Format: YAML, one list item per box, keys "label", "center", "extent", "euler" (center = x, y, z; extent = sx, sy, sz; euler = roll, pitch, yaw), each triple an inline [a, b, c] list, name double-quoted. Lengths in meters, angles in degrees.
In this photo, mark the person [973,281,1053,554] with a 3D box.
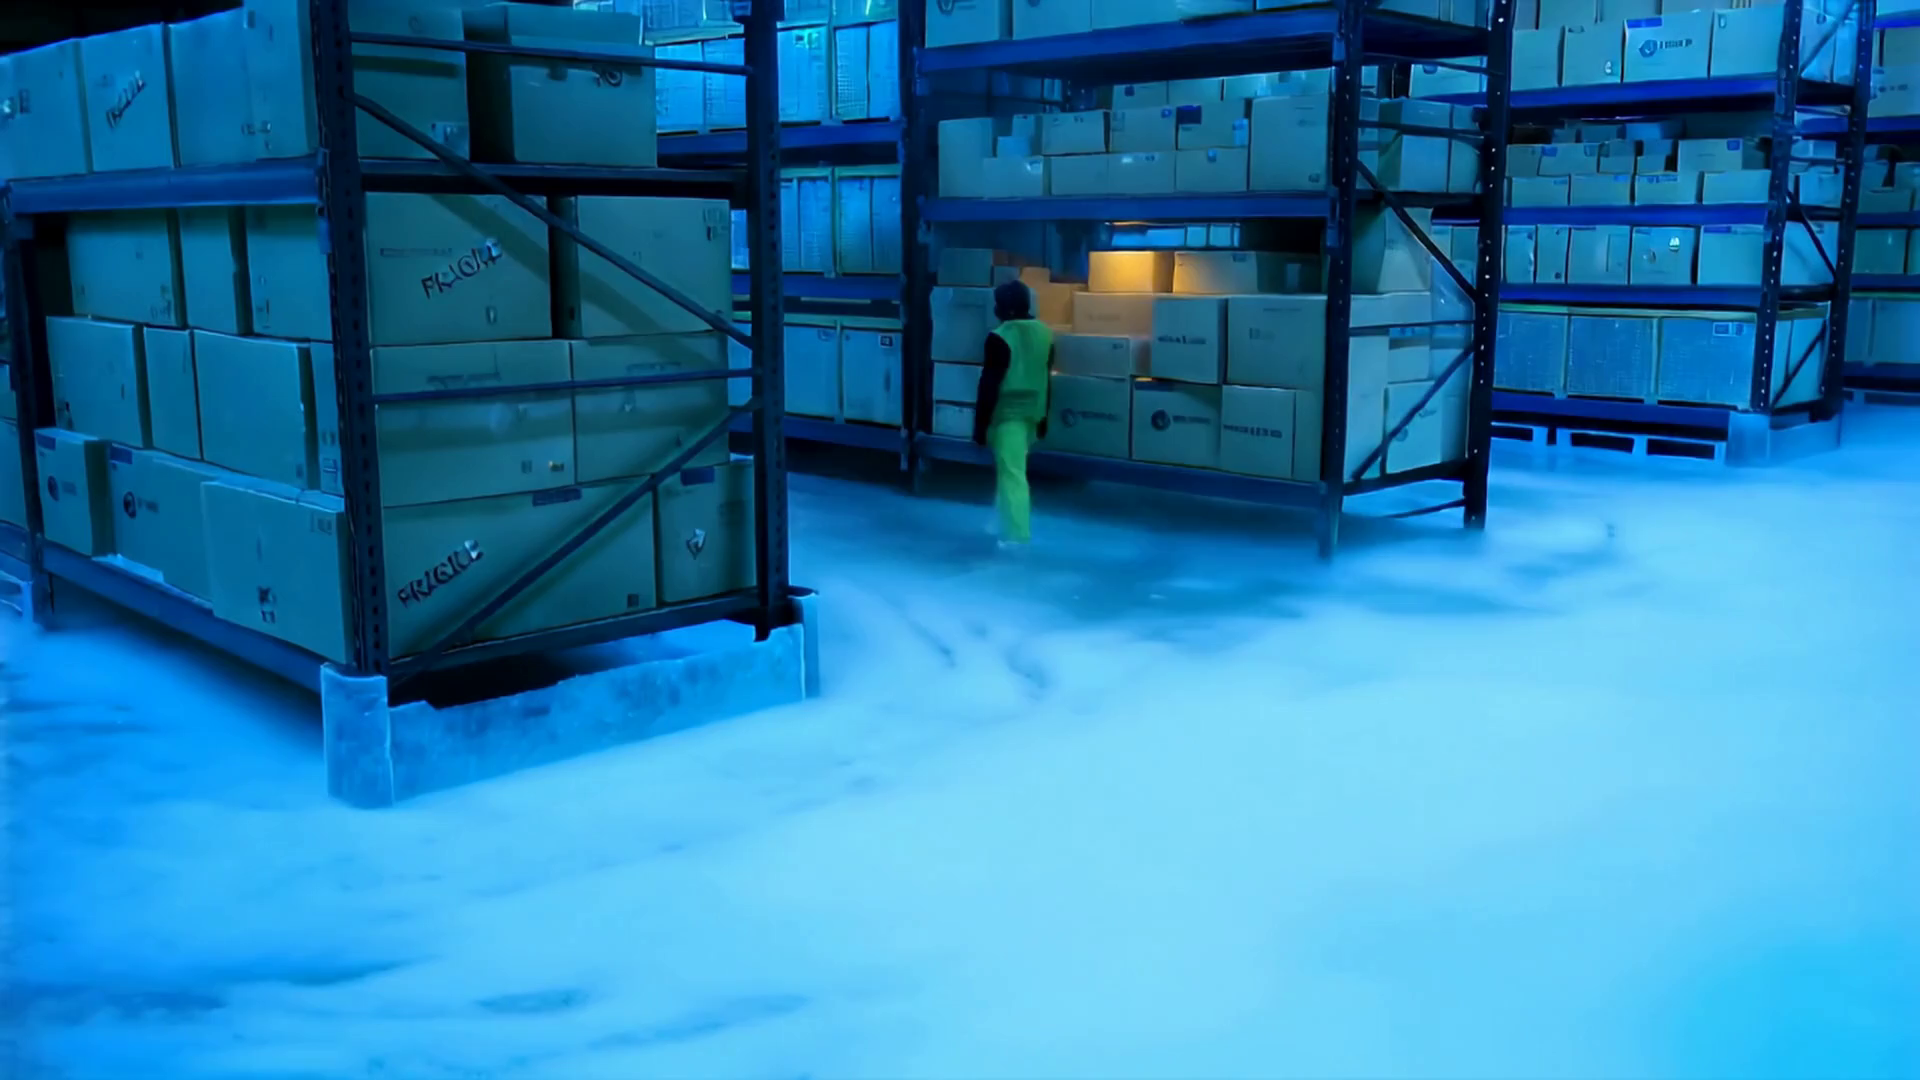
- label: "person"
  center: [0.275, -0.823, 11.213]
  extent: [0.632, 1.824, 0.652]
  euler: [7, 13, 34]
